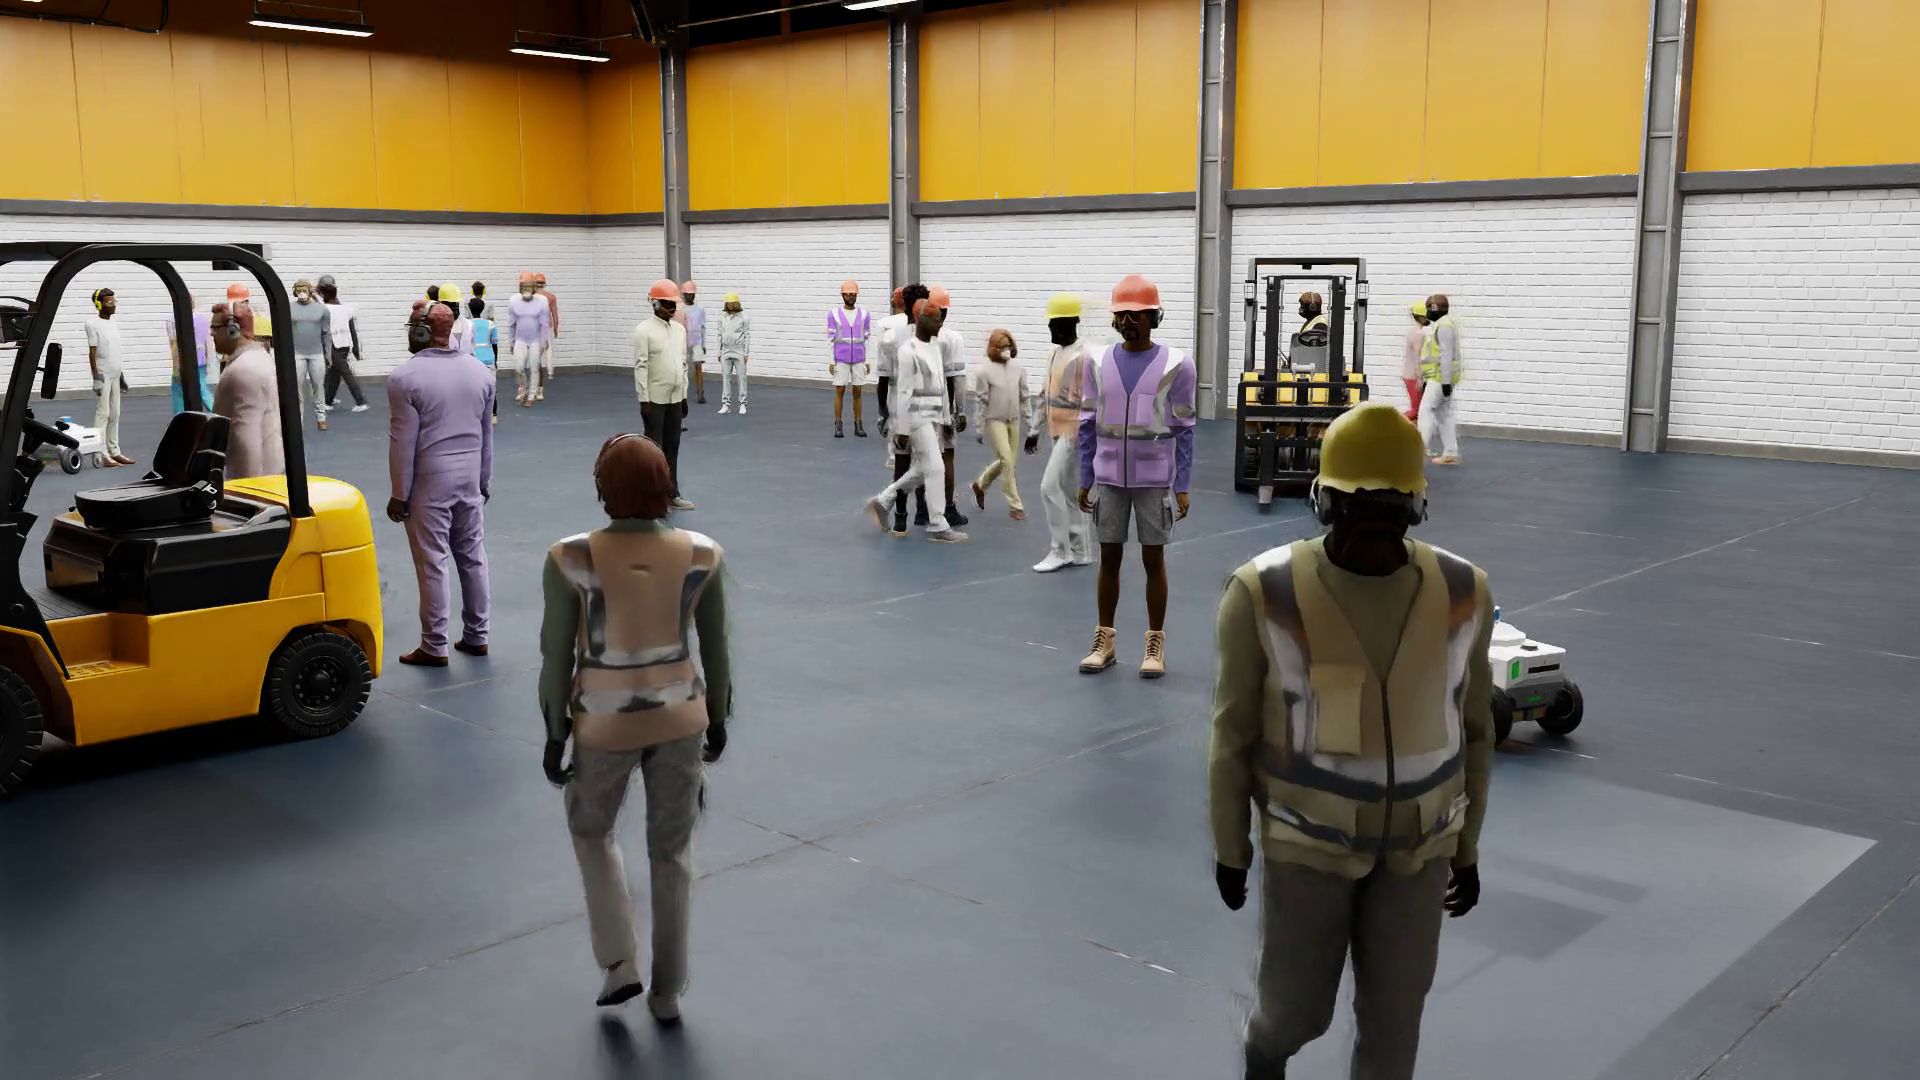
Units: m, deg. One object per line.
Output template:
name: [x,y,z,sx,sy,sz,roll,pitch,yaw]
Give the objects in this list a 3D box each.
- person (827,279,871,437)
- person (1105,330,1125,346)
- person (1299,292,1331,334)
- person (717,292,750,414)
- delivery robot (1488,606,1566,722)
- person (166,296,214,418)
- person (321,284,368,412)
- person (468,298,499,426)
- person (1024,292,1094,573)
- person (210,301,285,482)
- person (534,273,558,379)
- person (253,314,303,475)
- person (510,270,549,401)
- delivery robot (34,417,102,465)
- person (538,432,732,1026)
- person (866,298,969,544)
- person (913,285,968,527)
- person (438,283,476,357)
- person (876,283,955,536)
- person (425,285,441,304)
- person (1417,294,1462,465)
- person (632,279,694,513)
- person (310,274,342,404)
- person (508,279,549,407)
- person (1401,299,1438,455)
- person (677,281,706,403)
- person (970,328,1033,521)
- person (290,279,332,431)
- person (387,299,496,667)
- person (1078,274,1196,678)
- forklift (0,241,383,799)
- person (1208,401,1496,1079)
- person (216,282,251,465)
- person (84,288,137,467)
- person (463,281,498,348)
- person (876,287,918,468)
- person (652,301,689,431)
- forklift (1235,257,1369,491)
person: [-1.358,-2.230,20.491,0.545,1.942,0.354,-3,10,-17]
person: [1.918,-1.904,19.484,0.517,1.616,0.659,-2,10,-14]
person: [3.719,-1.700,17.595,0.430,1.835,0.621,0,9,-2]
person: [-3.247,-2.674,23.814,0.487,1.746,0.287,2,9,10]
delivery robot: [2.367,0.535,7.490,0.477,0.478,0.707,-4,10,-26]
person: [-9.379,-2.135,20.322,0.908,1.811,0.579,4,10,25]
person: [-9.049,-2.785,24.211,1.086,1.857,0.578,4,10,23]
person: [-6.331,-2.337,21.890,0.540,1.695,0.317,-6,11,-33]
person: [0.641,-0.732,11.404,0.603,1.908,0.601,-3,10,-16]
person: [-4.030,-0.407,9.463,0.458,1.889,0.671,-3,10,-16]
person: [-7.885,-4.018,31.306,0.624,1.993,0.396,-4,10,-21]
person: [-4.722,-0.649,11.321,0.528,1.772,0.304,2,9,11]
person: [-6.746,-3.191,26.065,0.605,2.045,0.378,-1,9,-7]
delivery robot: [-9.130,-1.015,16.994,0.477,0.478,0.707,1,9,8]
person: [-0.879,0.522,4.558,0.546,1.625,0.375,-4,10,-23]
person: [-0.336,-0.908,12.654,0.823,1.860,0.573,4,10,21]
person: [-0.184,-1.073,13.395,0.547,1.942,0.344,5,10,27]
person: [-5.040,-1.582,16.554,0.367,1.926,0.594,7,12,37]
person: [-0.342,-1.003,12.895,0.614,1.962,0.365,0,9,0]
person: [-7.224,-2.594,23.028,0.522,1.835,0.841,-3,10,-20]
person: [4.972,-1.678,17.550,0.717,1.800,0.684,3,10,15]
person: [-2.511,-1.214,14.133,0.411,1.985,0.617,5,11,30]
person: [-9.842,-3.119,25.638,0.808,2.000,0.701,6,11,31]
person: [-6.439,-2.931,24.855,0.632,1.915,0.432,0,9,-2]
person: [4.965,-1.772,18.283,0.627,1.746,0.549,1,9,8]
person: [-4.232,-3.087,25.920,0.560,1.897,0.987,-4,10,-24]
person: [0.307,-0.968,13.825,0.550,1.597,0.707,-7,11,-36]
person: [-8.364,-2.360,21.290,0.636,1.939,0.364,-4,10,-24]
person: [-2.737,-0.297,8.731,0.409,1.913,0.646,6,11,33]
person: [0.881,-0.317,8.449,0.605,2.045,0.377,4,10,21]
forklift: [-3.706,-0.171,7.093,1.214,2.155,2.313,9,13,43]
person: [0.820,0.598,3.549,0.596,1.816,0.585,-1,9,-4]
person: [-7.578,-1.752,17.585,0.543,1.933,0.363,-1,9,-8]
person: [-8.929,-1.701,17.461,0.326,1.874,0.519,1,9,4]
person: [-7.957,-3.335,27.565,0.560,1.869,0.427,-1,9,-5]
person: [-0.592,-1.681,17.304,0.573,1.883,0.359,-2,9,-12]
person: [-3.652,-2.350,21.458,0.399,1.880,0.807,-7,12,-38]
forklift: [3.309,-1.629,16.029,1.214,2.155,2.313,2,9,11]
